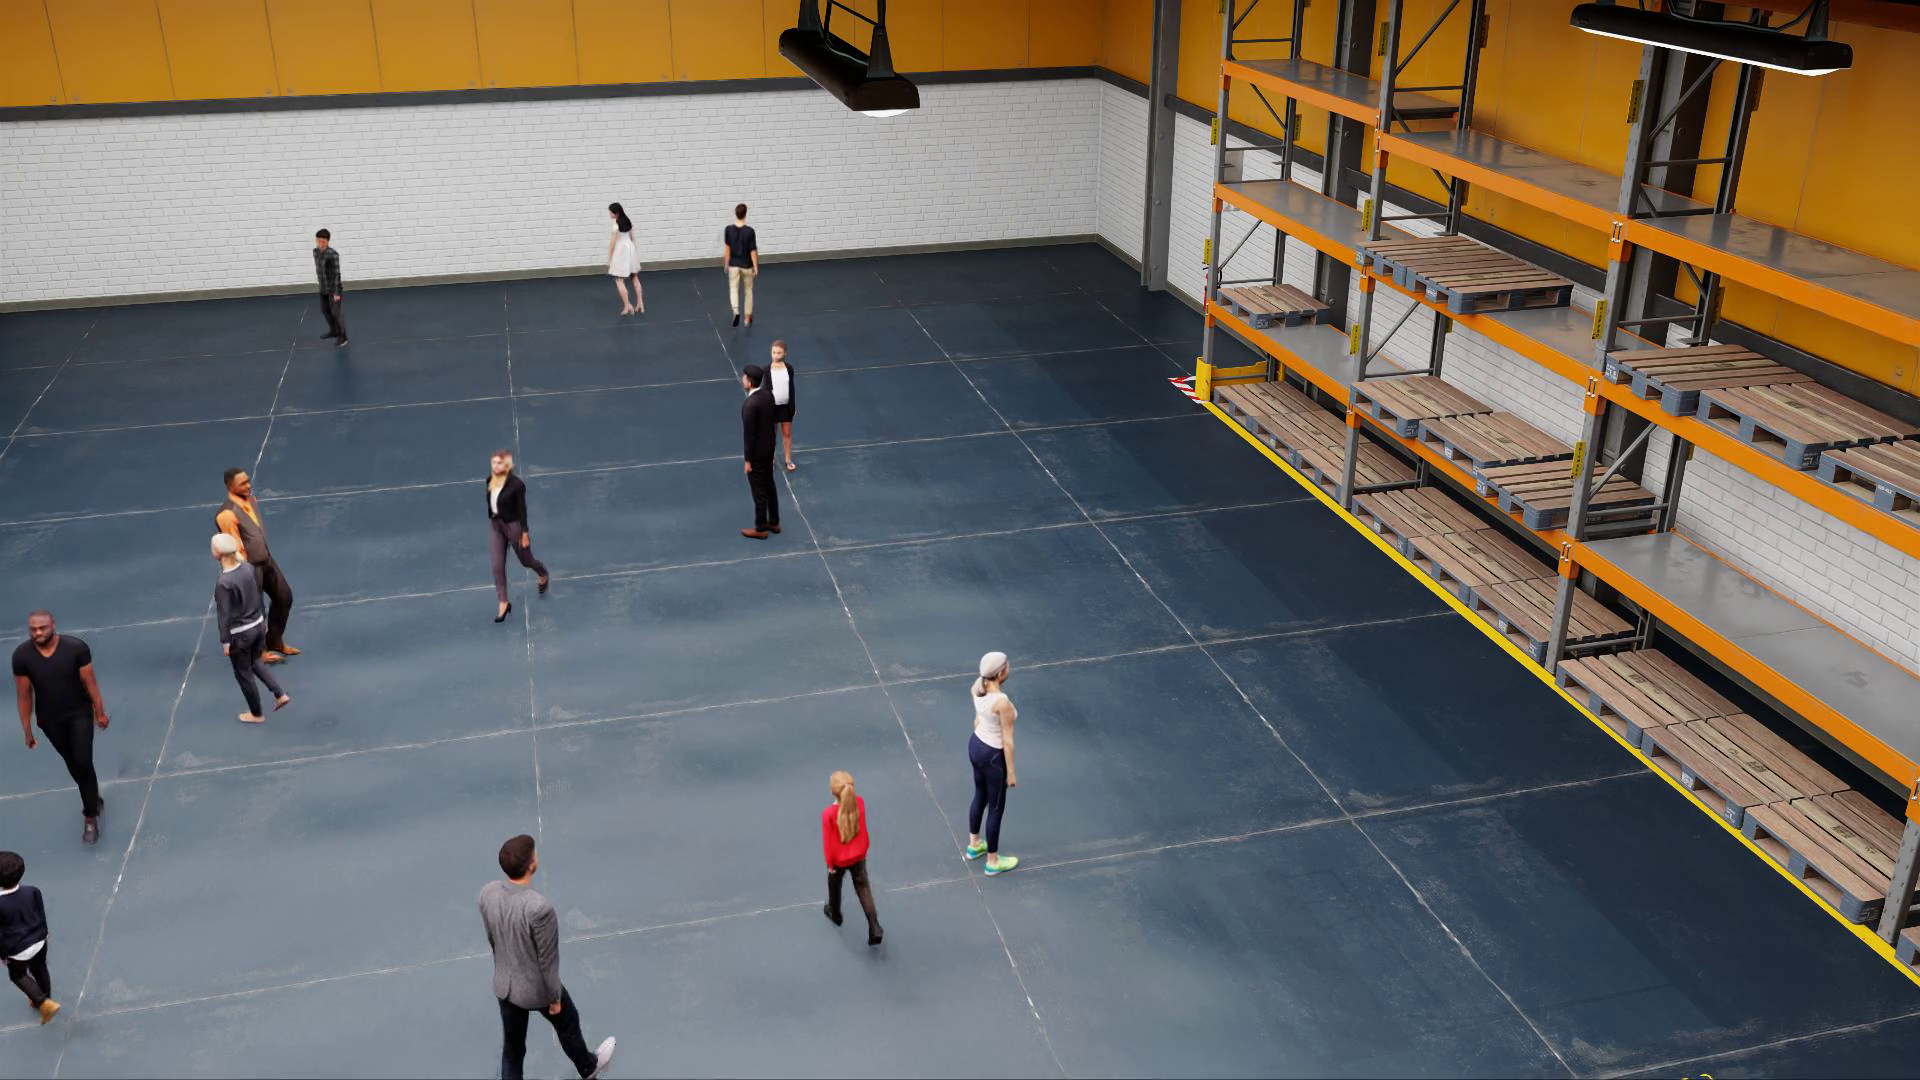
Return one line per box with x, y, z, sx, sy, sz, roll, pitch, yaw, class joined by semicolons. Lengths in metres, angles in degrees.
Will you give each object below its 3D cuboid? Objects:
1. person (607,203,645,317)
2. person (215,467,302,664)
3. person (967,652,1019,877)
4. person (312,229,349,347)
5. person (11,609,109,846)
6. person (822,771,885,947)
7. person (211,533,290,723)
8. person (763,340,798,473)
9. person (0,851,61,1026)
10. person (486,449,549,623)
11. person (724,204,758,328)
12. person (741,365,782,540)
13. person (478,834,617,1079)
-5.067;-4.214;25.060;0.822;1.741;0.869;-20;30;-38;person
-6.348;0.244;14.674;0.877;1.891;0.765;3;24;7;person
0.209;1.575;11.870;0.715;1.698;0.562;-14;27;-28;person
-8.873;-3.574;23.414;0.930;1.685;0.879;-21;31;-39;person
-6.640;1.293;12.393;0.671;1.796;0.942;-6;24;-13;person
-0.722;2.134;11.134;0.609;1.263;0.933;-12;26;-25;person
-5.844;0.745;13.749;0.843;1.714;0.774;7;25;16;person
-2.089;-1.571;19.246;0.551;1.555;0.546;-4;24;-10;person
-5.808;2.493;10.371;0.763;1.217;0.701;14;27;28;person
-4.197;-0.080;15.730;0.994;1.639;1.122;9;25;20;person
-3.234;-3.984;24.411;0.797;1.839;0.989;0;24;0;person
-2.081;-0.934;17.383;0.840;1.878;0.746;10;25;21;person
-2.492;2.568;9.418;1.071;1.842;1.174;10;25;21;person
